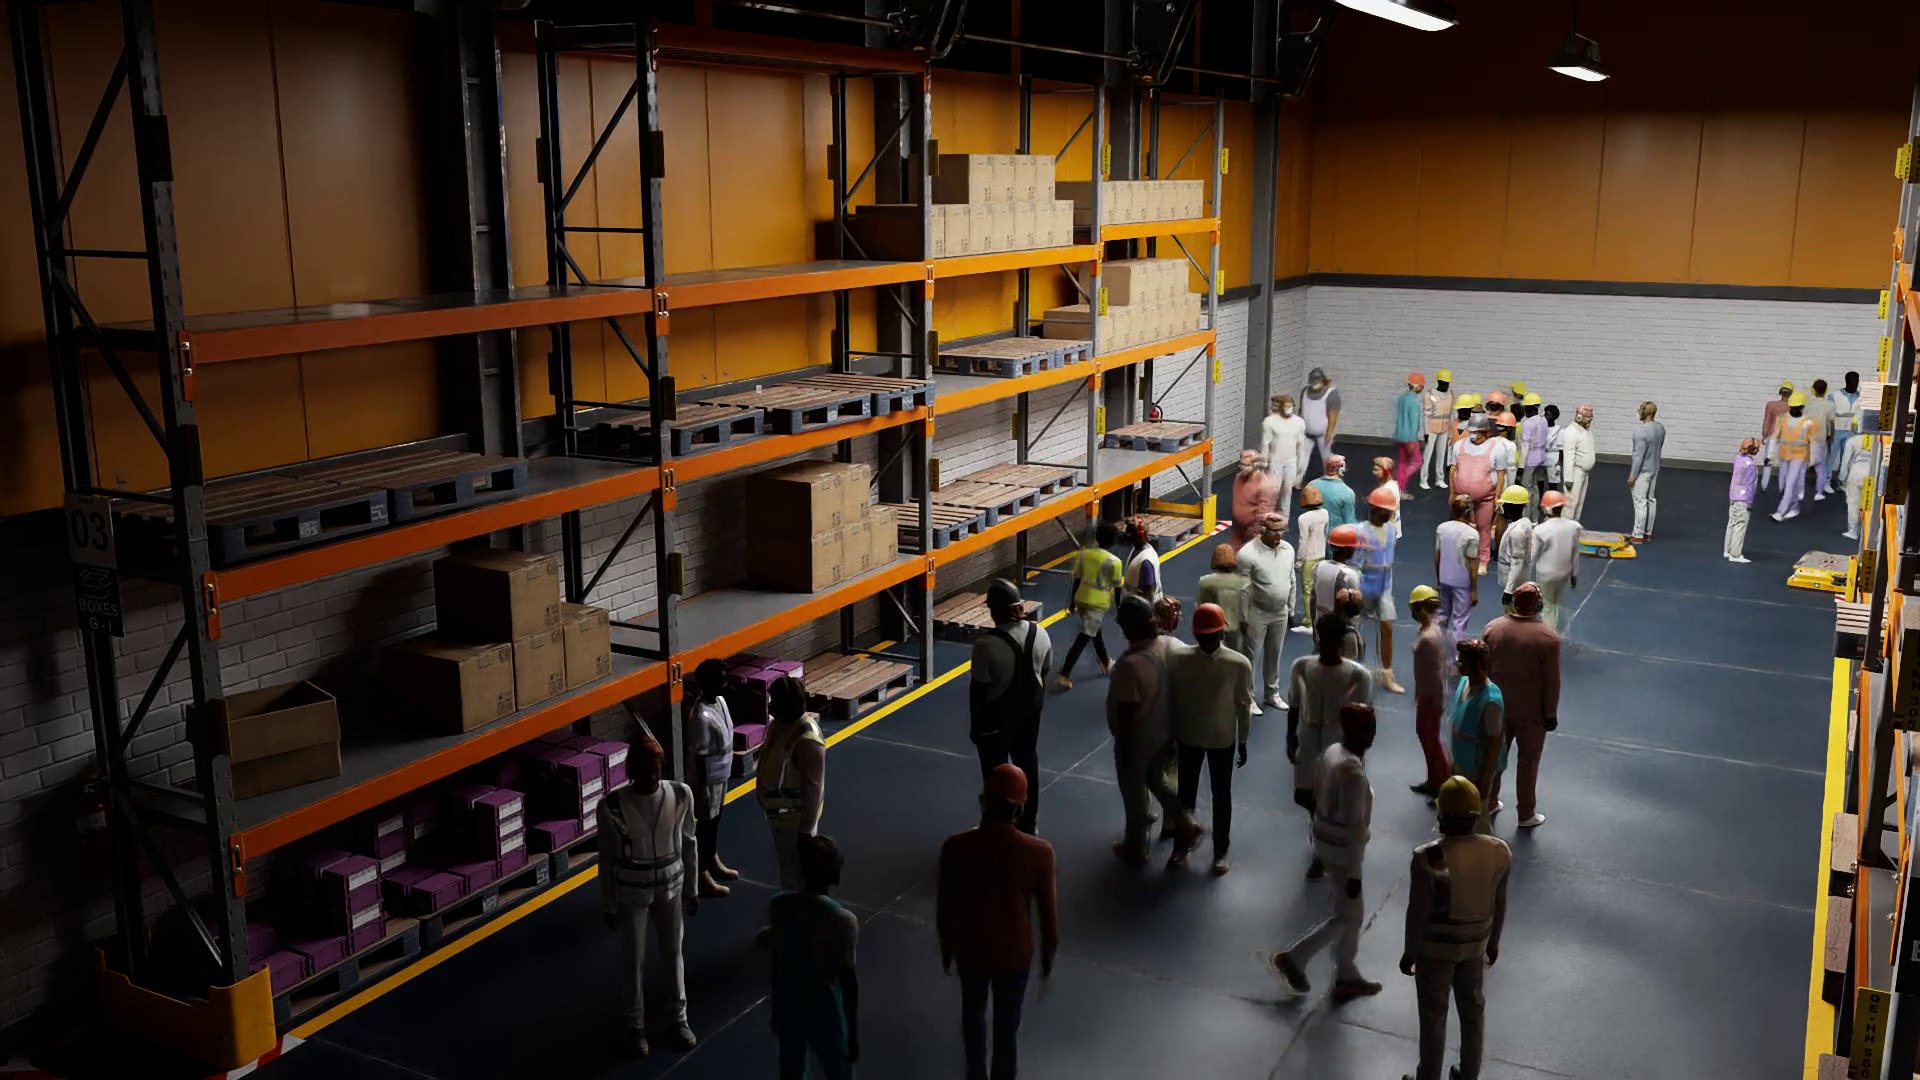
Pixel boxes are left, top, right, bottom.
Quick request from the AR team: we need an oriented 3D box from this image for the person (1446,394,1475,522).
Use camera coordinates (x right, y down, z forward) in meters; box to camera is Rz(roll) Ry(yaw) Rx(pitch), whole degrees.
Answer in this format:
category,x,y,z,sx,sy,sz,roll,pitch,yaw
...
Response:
category,x,y,z,sx,sy,sz,roll,pitch,yaw
person,7.020,-1.075,23.189,0.375,1.920,0.594,-8,15,-33

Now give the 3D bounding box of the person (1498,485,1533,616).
category,x,y,z,sx,sy,sz,roll,pitch,yaw
person,5.489,0.403,16.560,0.364,1.928,0.586,4,13,19

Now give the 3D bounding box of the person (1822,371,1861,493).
category,x,y,z,sx,sy,sz,roll,pitch,yaw
person,13.793,-1.687,25.968,0.592,1.915,0.401,-1,13,-3

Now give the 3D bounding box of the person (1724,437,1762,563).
category,x,y,z,sx,sy,sz,roll,pitch,yaw
person,10.049,-0.517,21.355,0.319,1.631,0.524,1,13,4

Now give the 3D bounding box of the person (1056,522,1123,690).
category,x,y,z,sx,sy,sz,roll,pitch,yaw
person,1.289,0.643,16.183,0.992,1.616,0.513,-9,15,-35

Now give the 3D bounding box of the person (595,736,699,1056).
category,x,y,z,sx,sy,sz,roll,pitch,yaw
person,-1.764,2.012,9.475,0.578,1.879,0.367,-6,14,-26

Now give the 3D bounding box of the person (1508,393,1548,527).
category,x,y,z,sx,sy,sz,roll,pitch,yaw
person,8.005,-1.110,23.376,0.394,1.913,0.590,11,17,42

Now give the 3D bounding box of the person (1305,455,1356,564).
category,x,y,z,sx,sy,sz,roll,pitch,yaw
person,4.115,-0.002,18.451,0.399,1.900,0.645,-12,17,-43

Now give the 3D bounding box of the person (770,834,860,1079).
category,x,y,z,sx,sy,sz,roll,pitch,yaw
person,-0.721,2.342,8.165,0.519,1.817,0.465,6,14,24

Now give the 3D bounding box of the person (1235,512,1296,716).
category,x,y,z,sx,sy,sz,roll,pitch,yaw
person,2.849,0.674,15.413,0.643,1.902,0.399,-6,14,-26

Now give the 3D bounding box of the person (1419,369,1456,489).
category,x,y,z,sx,sy,sz,roll,pitch,yaw
person,7.553,-1.747,26.225,0.589,1.917,0.410,-4,13,-18

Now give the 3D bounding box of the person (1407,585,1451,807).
category,x,y,z,sx,sy,sz,roll,pitch,yaw
person,3.758,1.242,13.269,0.434,1.716,0.679,2,13,11

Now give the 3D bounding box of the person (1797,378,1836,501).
category,x,y,z,sx,sy,sz,roll,pitch,yaw
person,13.035,-1.529,25.359,0.544,1.870,0.347,7,14,29

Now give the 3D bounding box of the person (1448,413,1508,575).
category,x,y,z,sx,sy,sz,roll,pitch,yaw
person,6.393,-0.576,20.688,0.685,2.000,0.535,9,15,34

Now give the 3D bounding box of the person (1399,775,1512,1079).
category,x,y,z,sx,sy,sz,roll,pitch,yaw
person,2.637,2.151,8.948,0.600,1.830,0.404,-4,13,-15

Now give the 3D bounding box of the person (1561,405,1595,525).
category,x,y,z,sx,sy,sz,roll,pitch,yaw
person,8.333,-0.886,22.417,0.401,1.895,0.653,10,16,39

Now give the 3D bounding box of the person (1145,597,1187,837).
category,x,y,z,sx,sy,sz,roll,pitch,yaw
person,1.516,1.333,12.582,0.564,1.846,0.389,12,17,43

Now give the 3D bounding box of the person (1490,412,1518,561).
category,x,y,z,sx,sy,sz,roll,pitch,yaw
person,6.979,-0.688,21.466,0.387,1.926,0.549,-5,14,-21

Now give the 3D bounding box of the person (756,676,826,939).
category,x,y,z,sx,sy,sz,roll,pitch,yaw
person,-1.091,1.760,10.680,0.429,1.843,0.629,-6,14,-26

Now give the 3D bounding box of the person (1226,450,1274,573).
category,x,y,z,sx,sy,sz,roll,pitch,yaw
person,3.204,-0.099,18.923,0.789,1.870,0.659,-7,14,-28

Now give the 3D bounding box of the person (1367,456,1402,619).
category,x,y,z,sx,sy,sz,roll,pitch,yaw
person,4.762,-0.031,18.692,0.389,1.845,0.567,2,13,11

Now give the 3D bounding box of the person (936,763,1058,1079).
category,x,y,z,sx,sy,sz,roll,pitch,yaw
person,0.194,2.125,8.788,0.626,1.949,0.861,1,13,6

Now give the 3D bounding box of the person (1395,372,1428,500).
category,x,y,z,sx,sy,sz,roll,pitch,yaw
person,6.852,-1.567,25.291,0.452,1.970,0.612,-3,13,-13

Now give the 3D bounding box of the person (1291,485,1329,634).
category,x,y,z,sx,sy,sz,roll,pitch,yaw
person,3.811,0.210,18.089,0.500,1.632,0.286,-12,17,-42

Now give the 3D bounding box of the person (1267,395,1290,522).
category,x,y,z,sx,sy,sz,roll,pitch,yaw
person,4.582,-1.159,23.763,0.388,1.837,0.562,-5,13,-20

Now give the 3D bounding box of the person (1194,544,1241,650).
category,x,y,z,sx,sy,sz,roll,pitch,yaw
person,2.438,0.818,15.477,0.515,1.586,0.853,-1,13,-6

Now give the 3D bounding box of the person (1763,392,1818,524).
category,x,y,z,sx,sy,sz,roll,pitch,yaw
person,11.884,-1.186,23.801,0.996,1.871,0.596,-8,15,-31

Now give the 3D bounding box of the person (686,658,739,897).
category,x,y,z,sx,sy,sz,roll,pitch,yaw
person,-1.733,1.634,11.587,0.318,1.689,0.528,2,13,8

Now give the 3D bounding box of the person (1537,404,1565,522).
category,x,y,z,sx,sy,sz,roll,pitch,yaw
person,8.401,-1.099,23.800,0.318,1.700,0.535,-9,15,-34

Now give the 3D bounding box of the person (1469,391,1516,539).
category,x,y,z,sx,sy,sz,roll,pitch,yaw
person,7.237,-1.016,22.701,0.613,2.028,0.409,4,13,19

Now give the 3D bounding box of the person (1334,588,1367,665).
category,x,y,z,sx,sy,sz,roll,pitch,yaw
person,3.153,1.193,13.673,0.305,1.640,0.522,-1,13,-4

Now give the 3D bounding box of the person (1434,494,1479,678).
category,x,y,z,sx,sy,sz,roll,pitch,yaw
person,4.937,0.452,16.528,0.330,1.842,0.512,-8,15,-32

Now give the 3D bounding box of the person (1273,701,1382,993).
category,x,y,z,sx,sy,sz,roll,pitch,yaw
person,2.282,1.886,10.078,0.632,1.862,0.617,-1,13,-3

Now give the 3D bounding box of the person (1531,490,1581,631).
category,x,y,z,sx,sy,sz,roll,pitch,yaw
person,6.081,0.325,17.320,0.596,1.734,0.592,-4,13,-18

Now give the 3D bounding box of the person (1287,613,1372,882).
category,x,y,z,sx,sy,sz,roll,pitch,yaw
person,2.631,1.438,11.885,0.603,1.948,0.590,7,14,28

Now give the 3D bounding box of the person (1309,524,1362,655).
category,x,y,z,sx,sy,sz,roll,pitch,yaw
person,3.337,0.810,14.716,0.375,1.935,0.551,-7,14,-29

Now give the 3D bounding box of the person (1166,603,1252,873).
category,x,y,z,sx,sy,sz,roll,pitch,yaw
person,1.762,1.410,11.898,0.617,1.993,0.396,4,13,18

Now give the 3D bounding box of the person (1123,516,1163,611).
category,x,y,z,sx,sy,sz,roll,pitch,yaw
person,1.708,0.674,15.550,0.382,1.838,0.572,-1,13,-3

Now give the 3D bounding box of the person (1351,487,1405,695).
category,x,y,z,sx,sy,sz,roll,pitch,yaw
person,3.986,0.441,16.280,0.611,1.996,1.039,-7,14,-27

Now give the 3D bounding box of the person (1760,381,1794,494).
category,x,y,z,sx,sy,sz,roll,pitch,yaw
person,12.786,-1.598,25.915,0.535,1.755,0.342,6,14,26

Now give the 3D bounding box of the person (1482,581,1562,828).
category,x,y,z,sx,sy,sz,roll,pitch,yaw
person,4.327,1.254,12.831,0.395,1.901,0.642,-11,17,-40

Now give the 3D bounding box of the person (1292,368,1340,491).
category,x,y,z,sx,sy,sz,roll,pitch,yaw
person,5.571,-1.788,26.113,0.763,2.000,1.057,10,16,38

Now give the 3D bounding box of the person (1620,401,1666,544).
category,x,y,z,sx,sy,sz,roll,pitch,yaw
person,9.207,-0.907,22.404,0.628,1.940,0.373,-10,16,-39

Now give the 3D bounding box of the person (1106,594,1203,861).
category,x,y,z,sx,sy,sz,roll,pitch,yaw
person,1.346,1.362,12.009,0.708,2.000,0.660,-12,17,-42

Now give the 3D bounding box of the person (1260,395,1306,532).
category,x,y,z,sx,sy,sz,roll,pitch,yaw
person,4.498,-1.067,23.135,0.649,1.929,0.444,-2,13,-9

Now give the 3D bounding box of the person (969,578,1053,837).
category,x,y,z,sx,sy,sz,roll,pitch,yaw
person,0.328,1.267,12.437,0.681,2.000,0.535,-8,15,-33

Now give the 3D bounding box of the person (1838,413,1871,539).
category,x,y,z,sx,sy,sz,roll,pitch,yaw
person,12.282,-0.877,22.748,0.512,1.721,0.402,-1,13,-6

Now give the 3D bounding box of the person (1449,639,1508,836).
category,x,y,z,sx,sy,sz,roll,pitch,yaw
person,3.566,1.576,11.501,0.392,1.842,0.564,-1,13,-3

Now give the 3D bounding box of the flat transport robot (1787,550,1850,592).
category,x,y,z,sx,sy,sz,roll,pitch,yaw
flat transport robot,10.659,0.375,20.427,0.652,0.197,1.431,9,15,35
